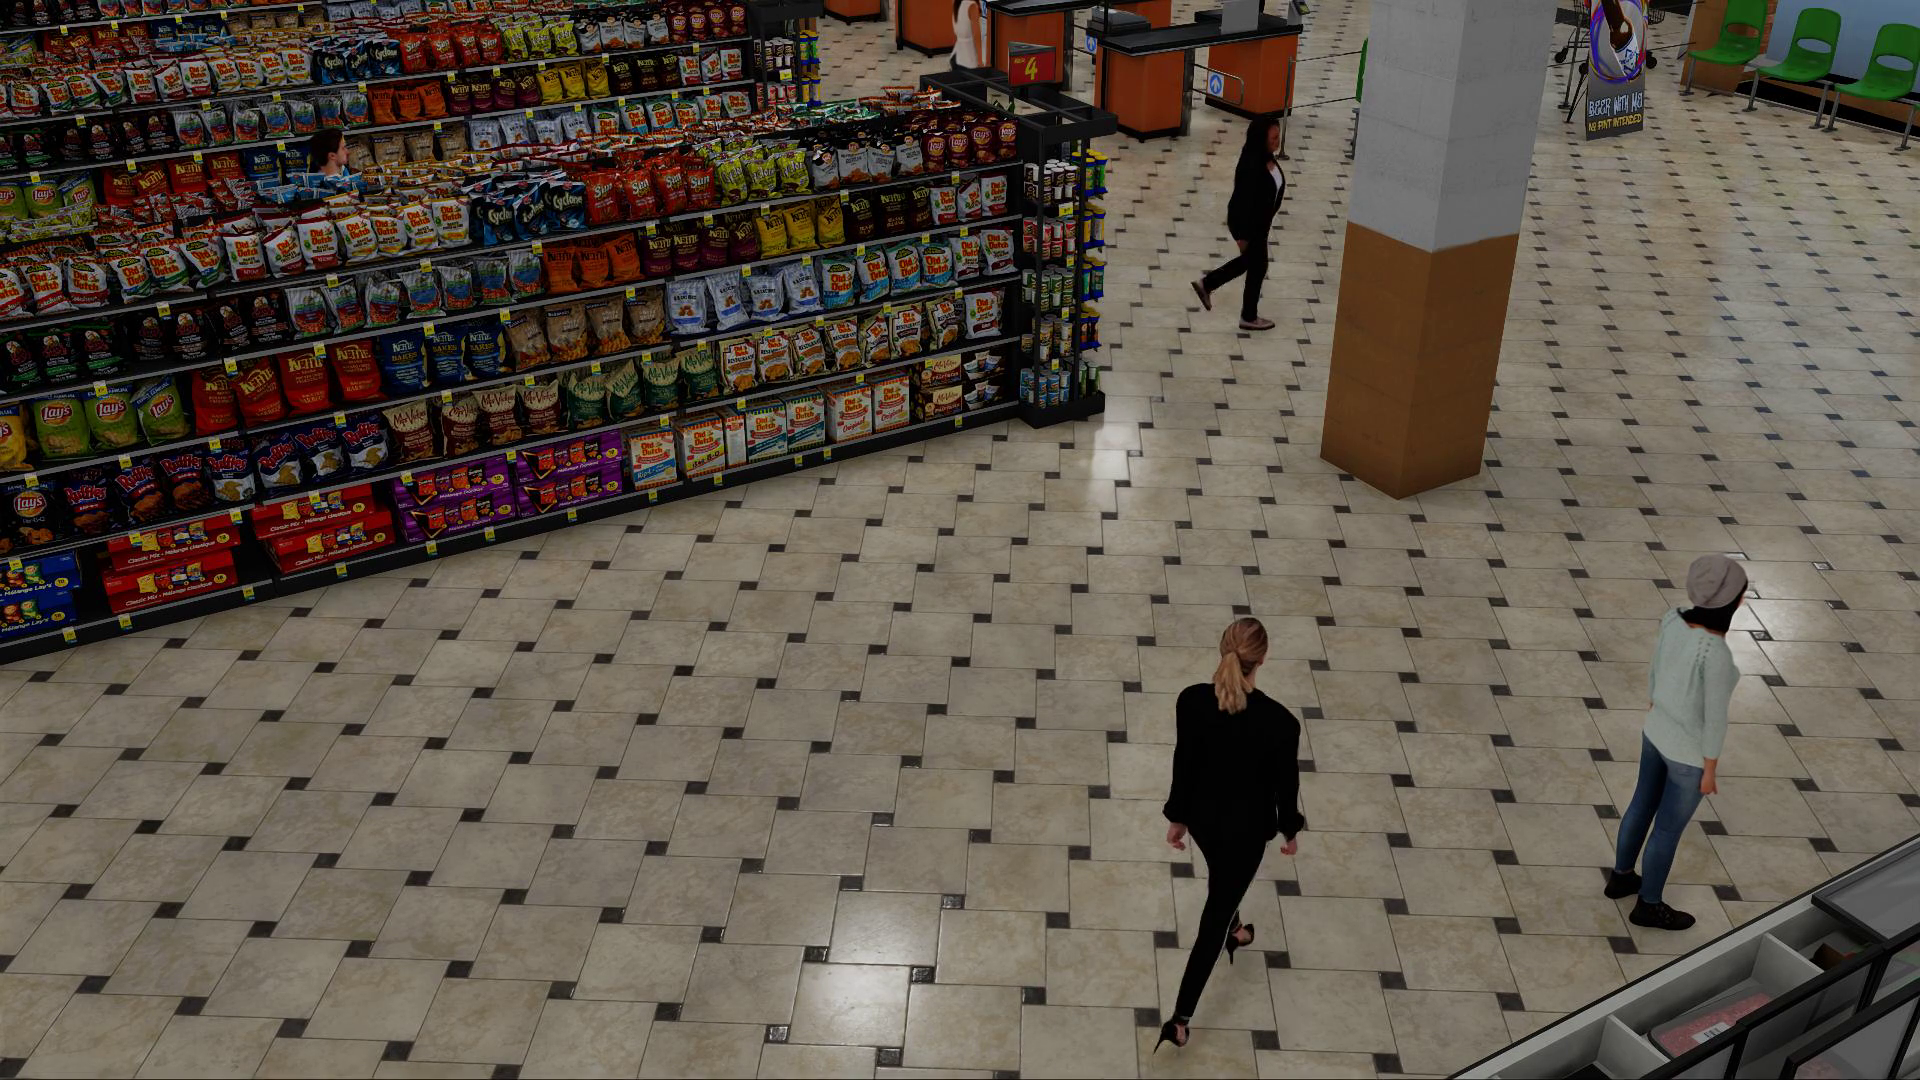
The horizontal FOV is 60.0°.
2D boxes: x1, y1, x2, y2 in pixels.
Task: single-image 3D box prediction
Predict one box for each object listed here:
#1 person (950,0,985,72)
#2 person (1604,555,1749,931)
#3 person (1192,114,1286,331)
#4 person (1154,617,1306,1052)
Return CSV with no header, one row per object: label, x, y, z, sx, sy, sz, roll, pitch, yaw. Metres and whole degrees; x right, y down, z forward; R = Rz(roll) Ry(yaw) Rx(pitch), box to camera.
person,0.043,-4.703,16.357,0.509,1.783,0.569,-15,32,-25
person,2.799,0.779,6.460,0.607,1.644,0.632,-5,29,-9
person,2.046,-2.315,12.173,1.005,1.599,0.936,6,29,12
person,0.915,1.088,5.874,0.957,1.665,1.174,16,32,27
